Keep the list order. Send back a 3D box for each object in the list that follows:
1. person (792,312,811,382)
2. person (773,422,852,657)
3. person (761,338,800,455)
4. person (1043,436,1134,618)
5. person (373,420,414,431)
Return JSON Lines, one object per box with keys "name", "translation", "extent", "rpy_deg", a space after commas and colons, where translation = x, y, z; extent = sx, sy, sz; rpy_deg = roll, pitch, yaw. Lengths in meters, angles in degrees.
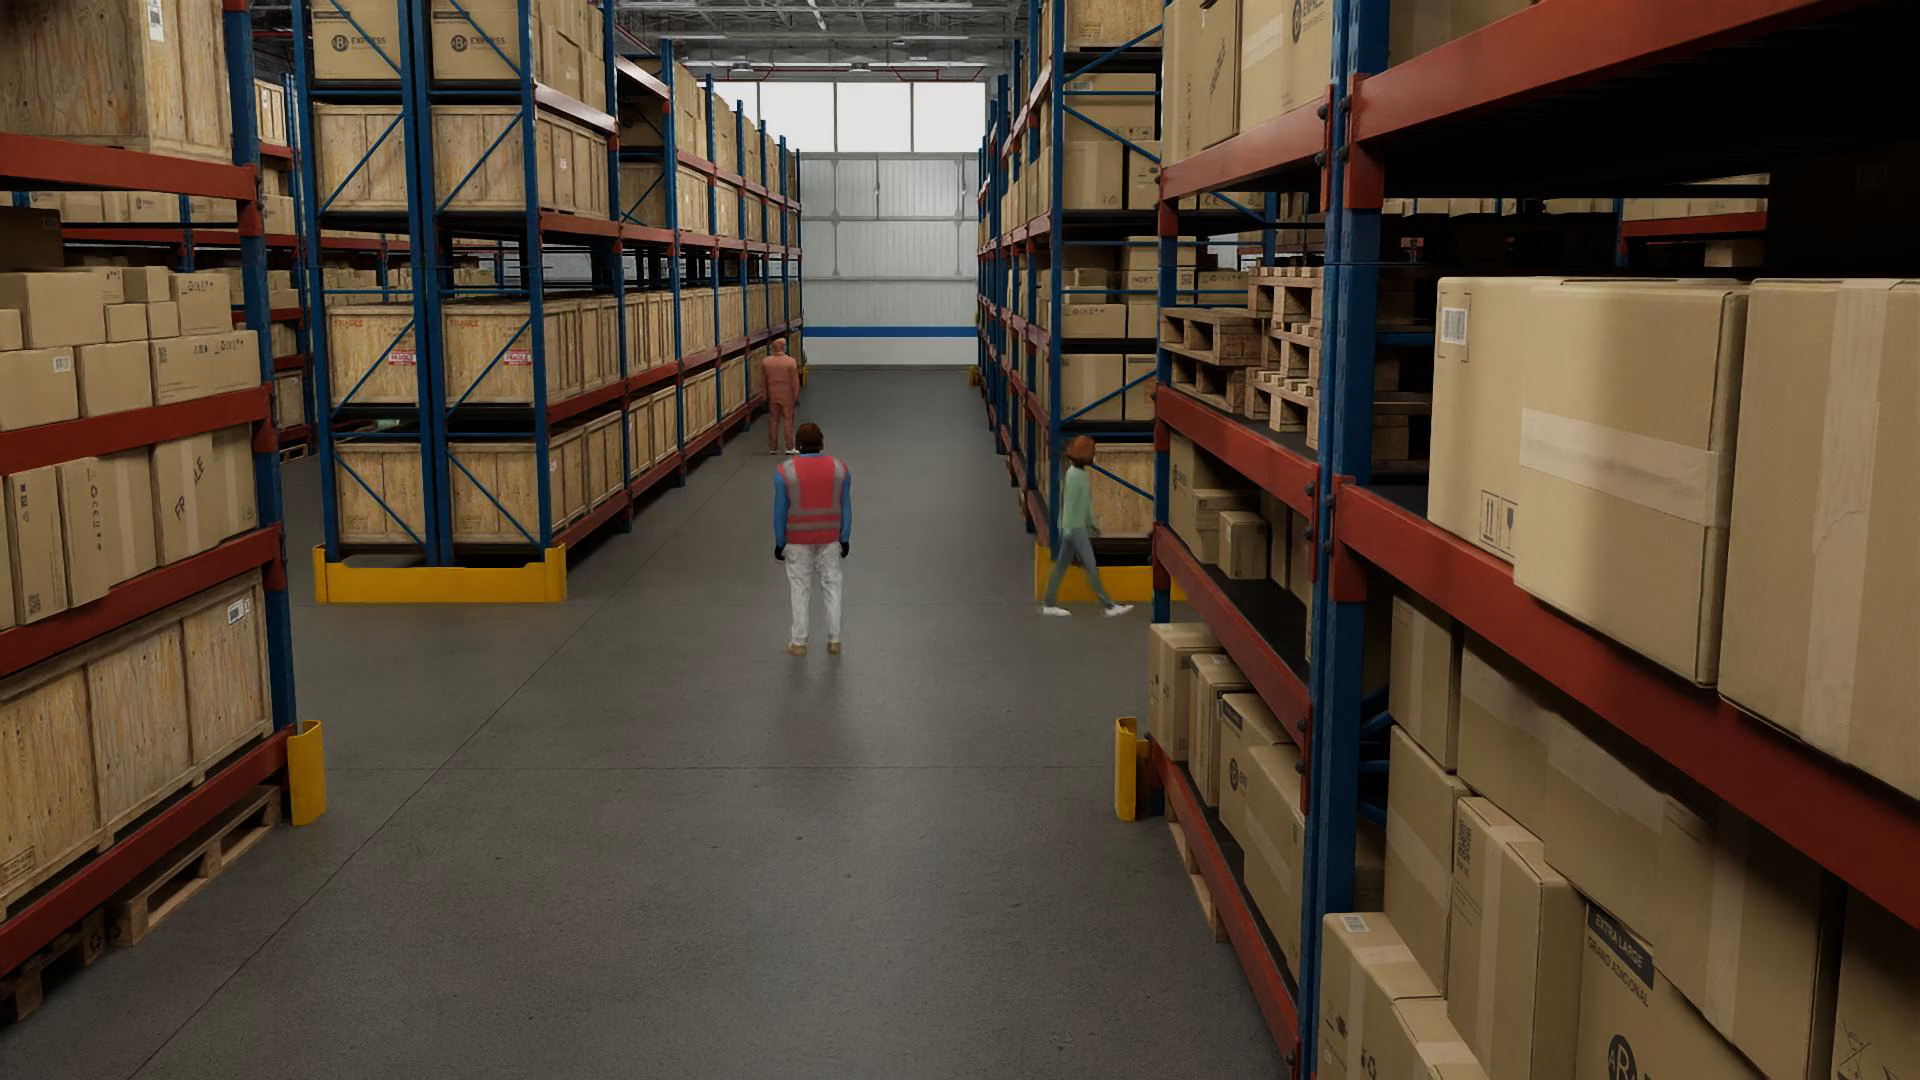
{"name": "person", "translation": [-4.200, -5.099, 44.069], "extent": [0.669, 1.911, 0.557], "rpy_deg": [0, 9, 1]}
{"name": "person", "translation": [-1.164, -0.004, 13.062], "extent": [0.634, 1.839, 0.429], "rpy_deg": [-3, 10, -20]}
{"name": "person", "translation": [-2.918, -2.345, 27.224], "extent": [0.651, 1.904, 0.402], "rpy_deg": [3, 10, 17]}
{"name": "person", "translation": [1.111, -0.101, 14.402], "extent": [0.858, 1.588, 0.518], "rpy_deg": [2, 9, 10]}
{"name": "person", "translation": [-6.730, -1.109, 19.875], "extent": [0.580, 1.821, 0.713], "rpy_deg": [4, 10, 23]}
